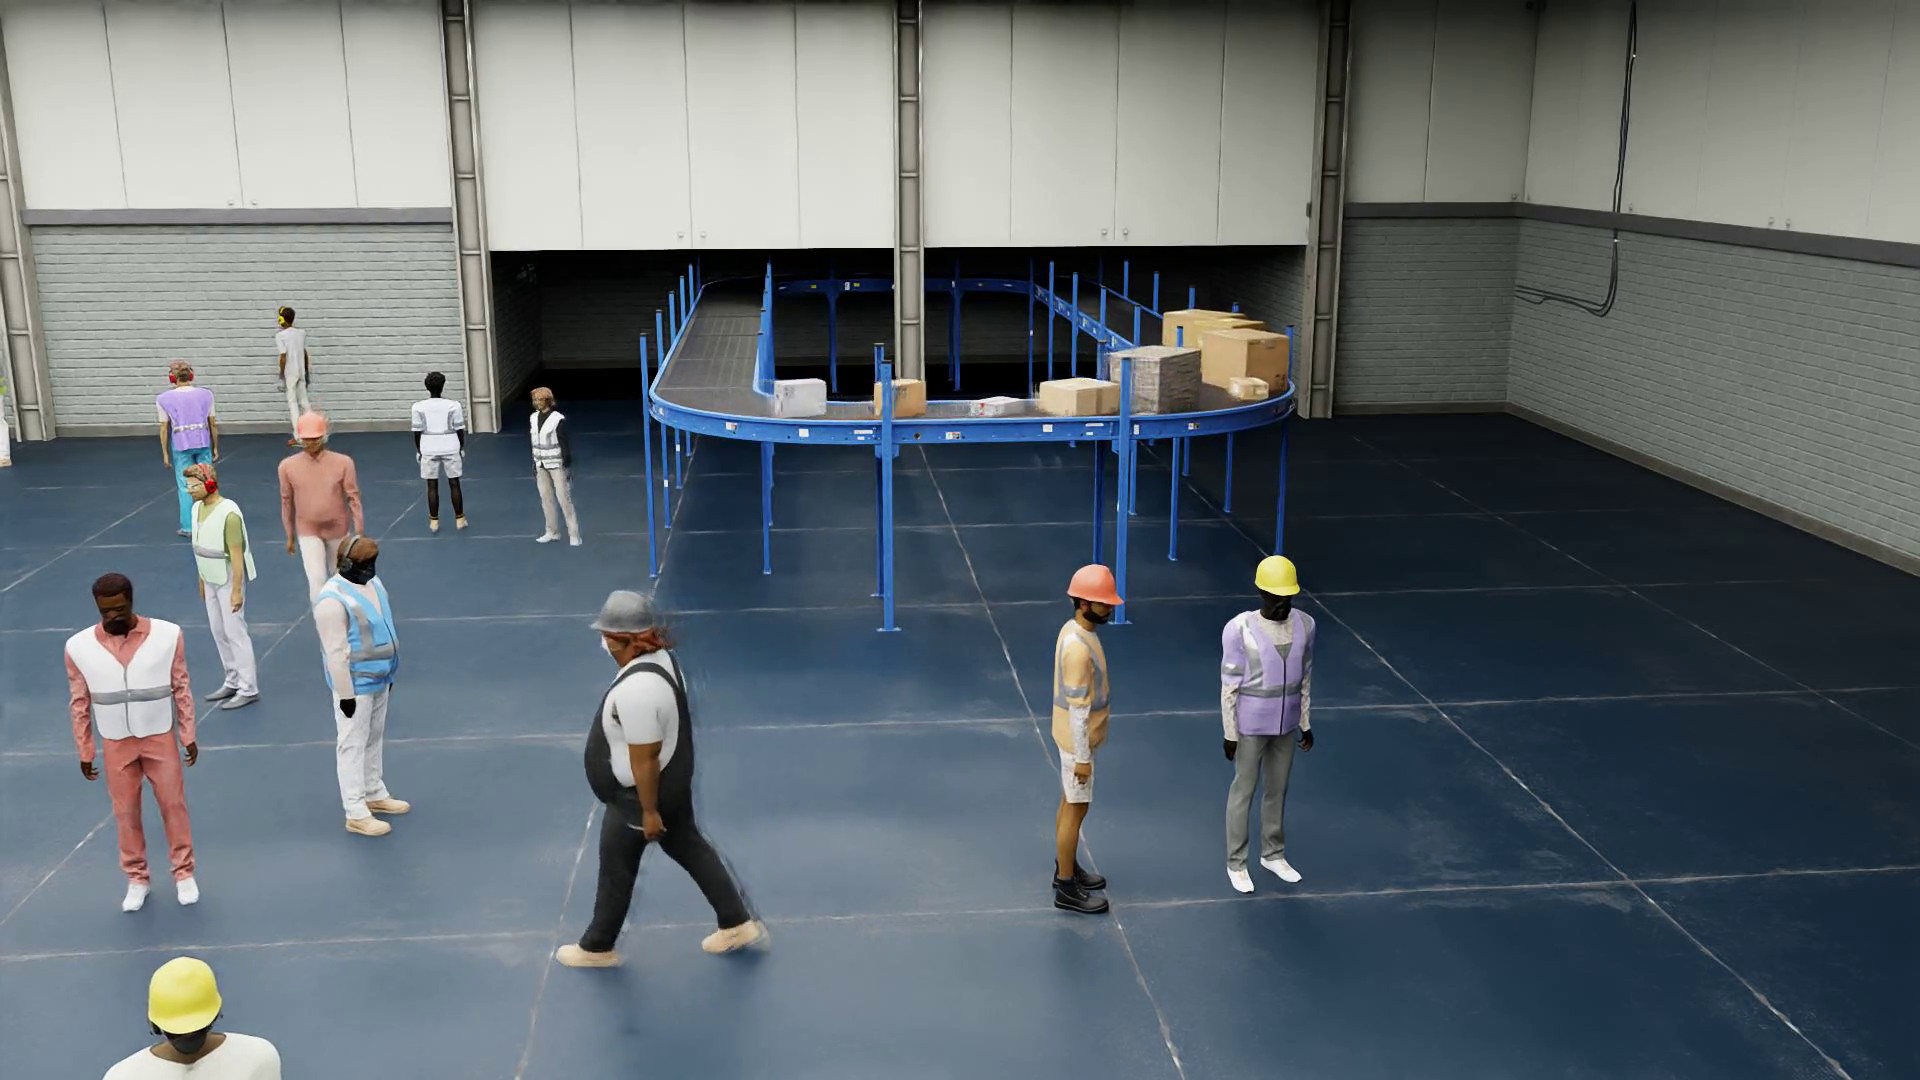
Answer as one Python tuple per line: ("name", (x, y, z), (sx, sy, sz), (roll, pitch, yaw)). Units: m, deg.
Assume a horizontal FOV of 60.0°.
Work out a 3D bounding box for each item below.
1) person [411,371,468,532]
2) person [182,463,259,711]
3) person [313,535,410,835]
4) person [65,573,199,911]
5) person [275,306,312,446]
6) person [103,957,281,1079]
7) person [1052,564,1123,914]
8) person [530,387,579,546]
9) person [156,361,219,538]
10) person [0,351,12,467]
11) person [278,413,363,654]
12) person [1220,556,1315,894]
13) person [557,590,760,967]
("person", (-5.495, -0.931, 17.576), (0.536, 1.696, 0.321), (-3, 14, -13))
("person", (-5.444, 0.324, 12.291), (0.578, 1.830, 0.409), (11, 18, 38))
("person", (-3.626, 0.862, 10.127), (0.430, 1.837, 0.621), (1, 14, 6))
("person", (-4.502, 1.084, 9.094), (0.604, 1.906, 0.405), (-6, 15, -22))
("person", (-8.932, -2.194, 22.283), (0.309, 1.868, 0.535), (6, 15, 23))
("person", (-2.378, 2.121, 5.246), (0.528, 1.761, 0.331), (-6, 15, -23))
("person", (0.688, 1.070, 9.089), (0.368, 1.933, 0.552), (1, 14, 4))
("person", (-4.135, -0.746, 17.022), (0.635, 1.624, 0.351), (10, 17, 34))
("person", (-8.016, -0.941, 17.348), (0.561, 1.836, 0.392), (-12, 18, -39))
("person", (-12.223, -1.835, 20.900), (0.429, 1.844, 0.625), (-12, 19, -41))
("person", (-5.277, -0.112, 13.797), (0.625, 1.956, 0.983), (-5, 15, -21))
("person", (1.730, 1.017, 9.314), (0.590, 1.927, 0.367), (-6, 15, -24))
("person", (-1.527, 1.181, 8.429), (1.014, 2.000, 0.694), (1, 14, 5))
